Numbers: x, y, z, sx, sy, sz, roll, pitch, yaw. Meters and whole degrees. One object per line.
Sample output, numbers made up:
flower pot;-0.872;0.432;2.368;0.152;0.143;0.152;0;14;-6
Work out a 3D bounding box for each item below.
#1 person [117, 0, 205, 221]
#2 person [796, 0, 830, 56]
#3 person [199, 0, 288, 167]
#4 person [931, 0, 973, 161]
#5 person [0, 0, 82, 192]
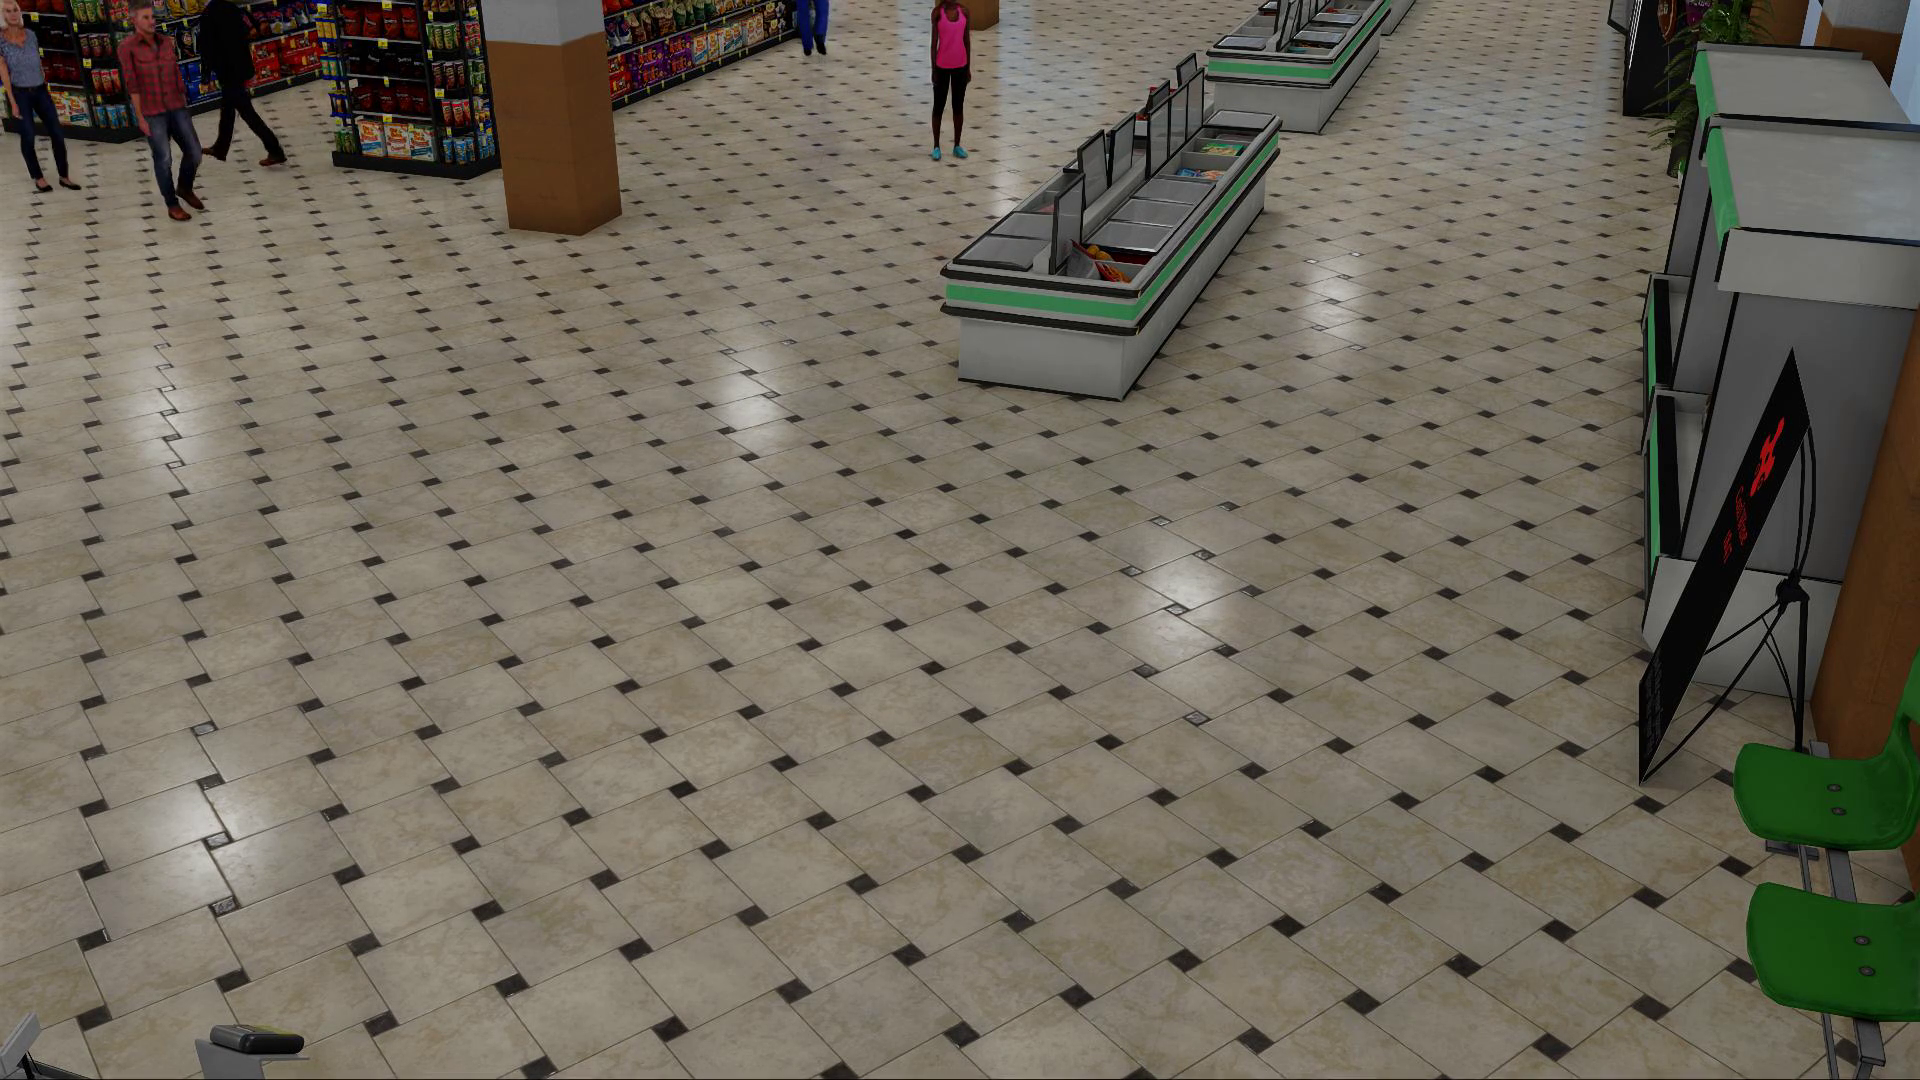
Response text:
person;-6.807;-3.628;14.049;0.849;1.819;0.736;19;33;33
person;-1.833;-6.824;20.362;0.977;1.809;1.114;-2;27;-3
person;-6.716;-4.326;15.498;0.871;1.752;1.179;6;27;11
person;-0.094;-4.533;15.938;0.656;1.725;0.695;-6;28;-12
person;-8.353;-3.961;14.831;0.775;1.705;0.768;22;34;37
